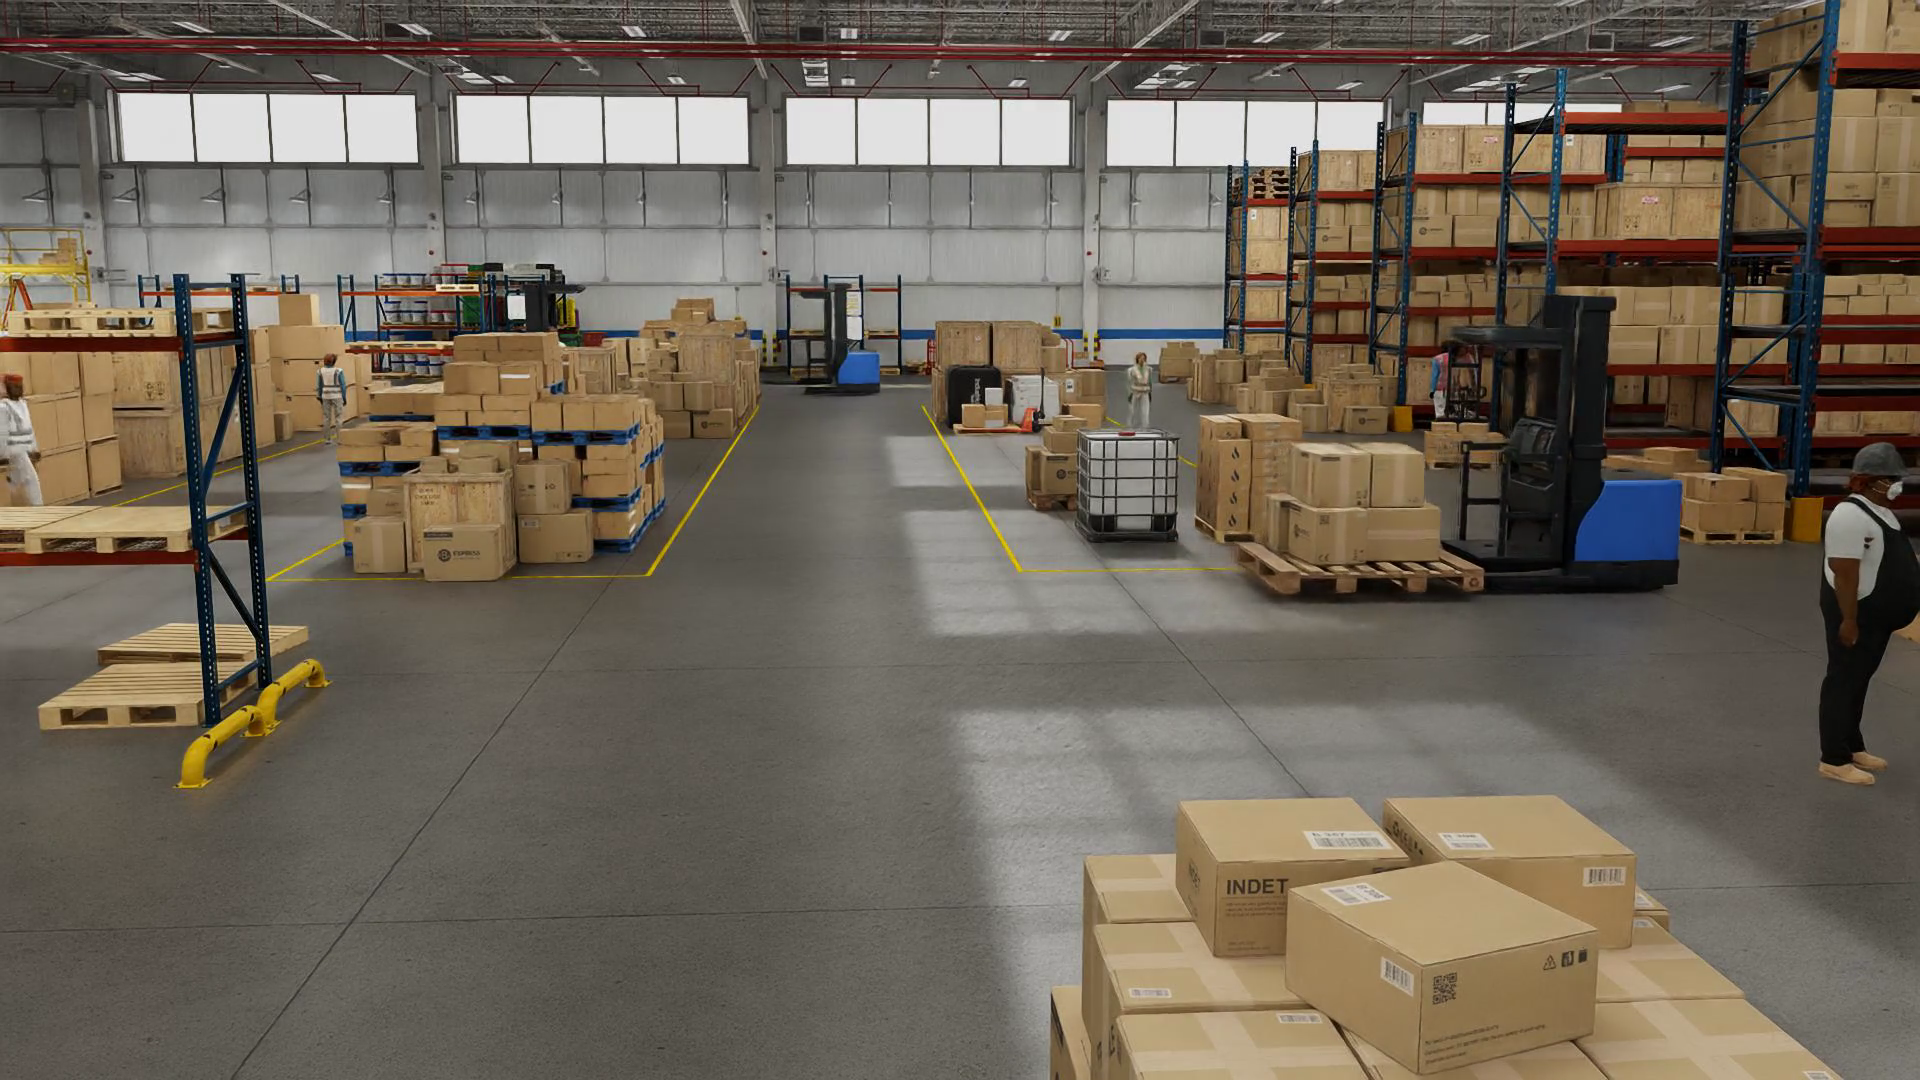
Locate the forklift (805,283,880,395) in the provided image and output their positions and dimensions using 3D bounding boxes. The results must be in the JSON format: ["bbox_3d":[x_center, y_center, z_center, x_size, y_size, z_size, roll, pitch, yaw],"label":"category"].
[{"bbox_3d":[-2.966,-5.081,41.933,1.873,2.768,1.129,-1,9,-4],"label":"forklift"}]

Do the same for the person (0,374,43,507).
[{"bbox_3d":[-11.494,-1.101,20.210,0.928,1.851,0.578,-1,9,-6],"label":"person"}]

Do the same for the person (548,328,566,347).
[{"bbox_3d":[-8.433,-3.438,34.584,0.627,1.935,0.371,1,9,7],"label":"person"}]

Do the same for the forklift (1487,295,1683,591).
[{"bbox_3d":[5.927,-0.970,16.123,1.873,2.768,1.129,-1,9,-4],"label":"forklift"}]

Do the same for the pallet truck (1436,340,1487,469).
[{"bbox_3d":[8.004,-2.170,26.422,0.823,1.965,1.885,2,9,14],"label":"pallet truck"}]

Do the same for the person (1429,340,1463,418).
[{"bbox_3d":[8.933,-2.769,30.668,0.635,1.842,0.429,-3,10,-18],"label":"person"}]

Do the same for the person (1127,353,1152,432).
[{"bbox_3d":[3.311,-2.671,30.813,0.533,1.601,0.842,-2,9,-14],"label":"person"}]

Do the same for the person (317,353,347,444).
[{"bbox_3d":[-11.220,-2.521,29.743,0.522,1.640,0.306,1,9,7],"label":"person"}]

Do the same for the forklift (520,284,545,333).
[{"bbox_3d":[-9.320,-4.225,36.561,1.873,2.768,1.129,-1,9,-4],"label":"forklift"}]

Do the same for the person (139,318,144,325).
[{"bbox_3d":[-23.372,-5.491,47.475,0.373,1.935,0.628,-9,12,-43],"label":"person"}]

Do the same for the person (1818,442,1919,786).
[{"bbox_3d":[5.465,0.427,9.978,0.536,2.000,0.672,8,12,41],"label":"person"}]
